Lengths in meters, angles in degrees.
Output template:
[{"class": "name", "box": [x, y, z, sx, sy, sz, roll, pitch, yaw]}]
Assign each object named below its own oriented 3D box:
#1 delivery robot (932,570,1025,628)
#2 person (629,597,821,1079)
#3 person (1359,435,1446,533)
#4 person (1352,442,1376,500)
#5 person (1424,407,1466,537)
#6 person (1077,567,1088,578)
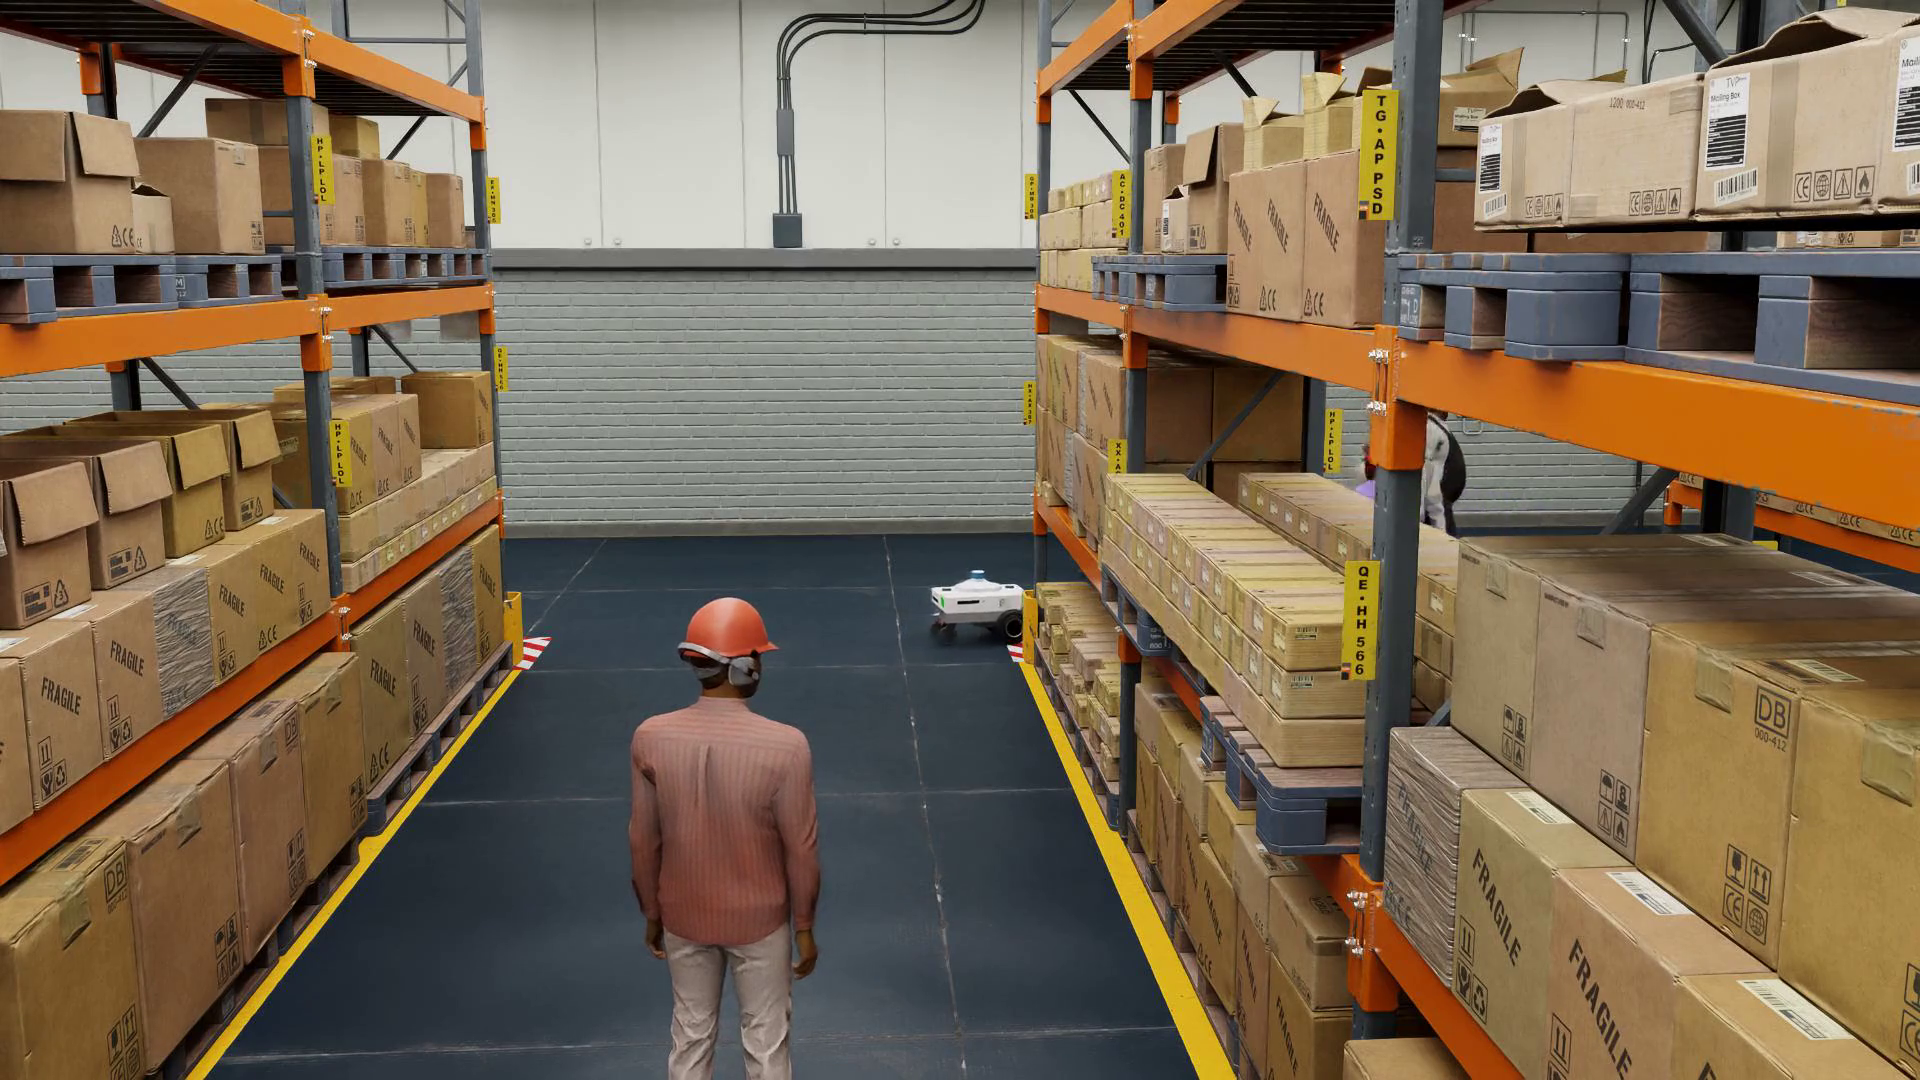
[{"class": "delivery robot", "box": [0.141, 0.484, 13.172, 0.707, 0.478, 0.477, -3, 10, -14]}, {"class": "person", "box": [-0.723, 1.167, 5.220, 0.613, 1.991, 0.391, 3, 10, 15]}, {"class": "person", "box": [3.117, 0.073, 11.658, 0.613, 1.978, 1.079, -3, 10, -20]}, {"class": "person", "box": [2.883, 0.236, 11.260, 0.591, 1.801, 0.885, -9, 13, -42]}, {"class": "person", "box": [4.253, -0.470, 14.711, 0.999, 2.000, 0.698, 3, 10, 15]}, {"class": "person", "box": [1.302, -0.603, 15.799, 0.354, 1.935, 0.636, -2, 10, -10]}]
